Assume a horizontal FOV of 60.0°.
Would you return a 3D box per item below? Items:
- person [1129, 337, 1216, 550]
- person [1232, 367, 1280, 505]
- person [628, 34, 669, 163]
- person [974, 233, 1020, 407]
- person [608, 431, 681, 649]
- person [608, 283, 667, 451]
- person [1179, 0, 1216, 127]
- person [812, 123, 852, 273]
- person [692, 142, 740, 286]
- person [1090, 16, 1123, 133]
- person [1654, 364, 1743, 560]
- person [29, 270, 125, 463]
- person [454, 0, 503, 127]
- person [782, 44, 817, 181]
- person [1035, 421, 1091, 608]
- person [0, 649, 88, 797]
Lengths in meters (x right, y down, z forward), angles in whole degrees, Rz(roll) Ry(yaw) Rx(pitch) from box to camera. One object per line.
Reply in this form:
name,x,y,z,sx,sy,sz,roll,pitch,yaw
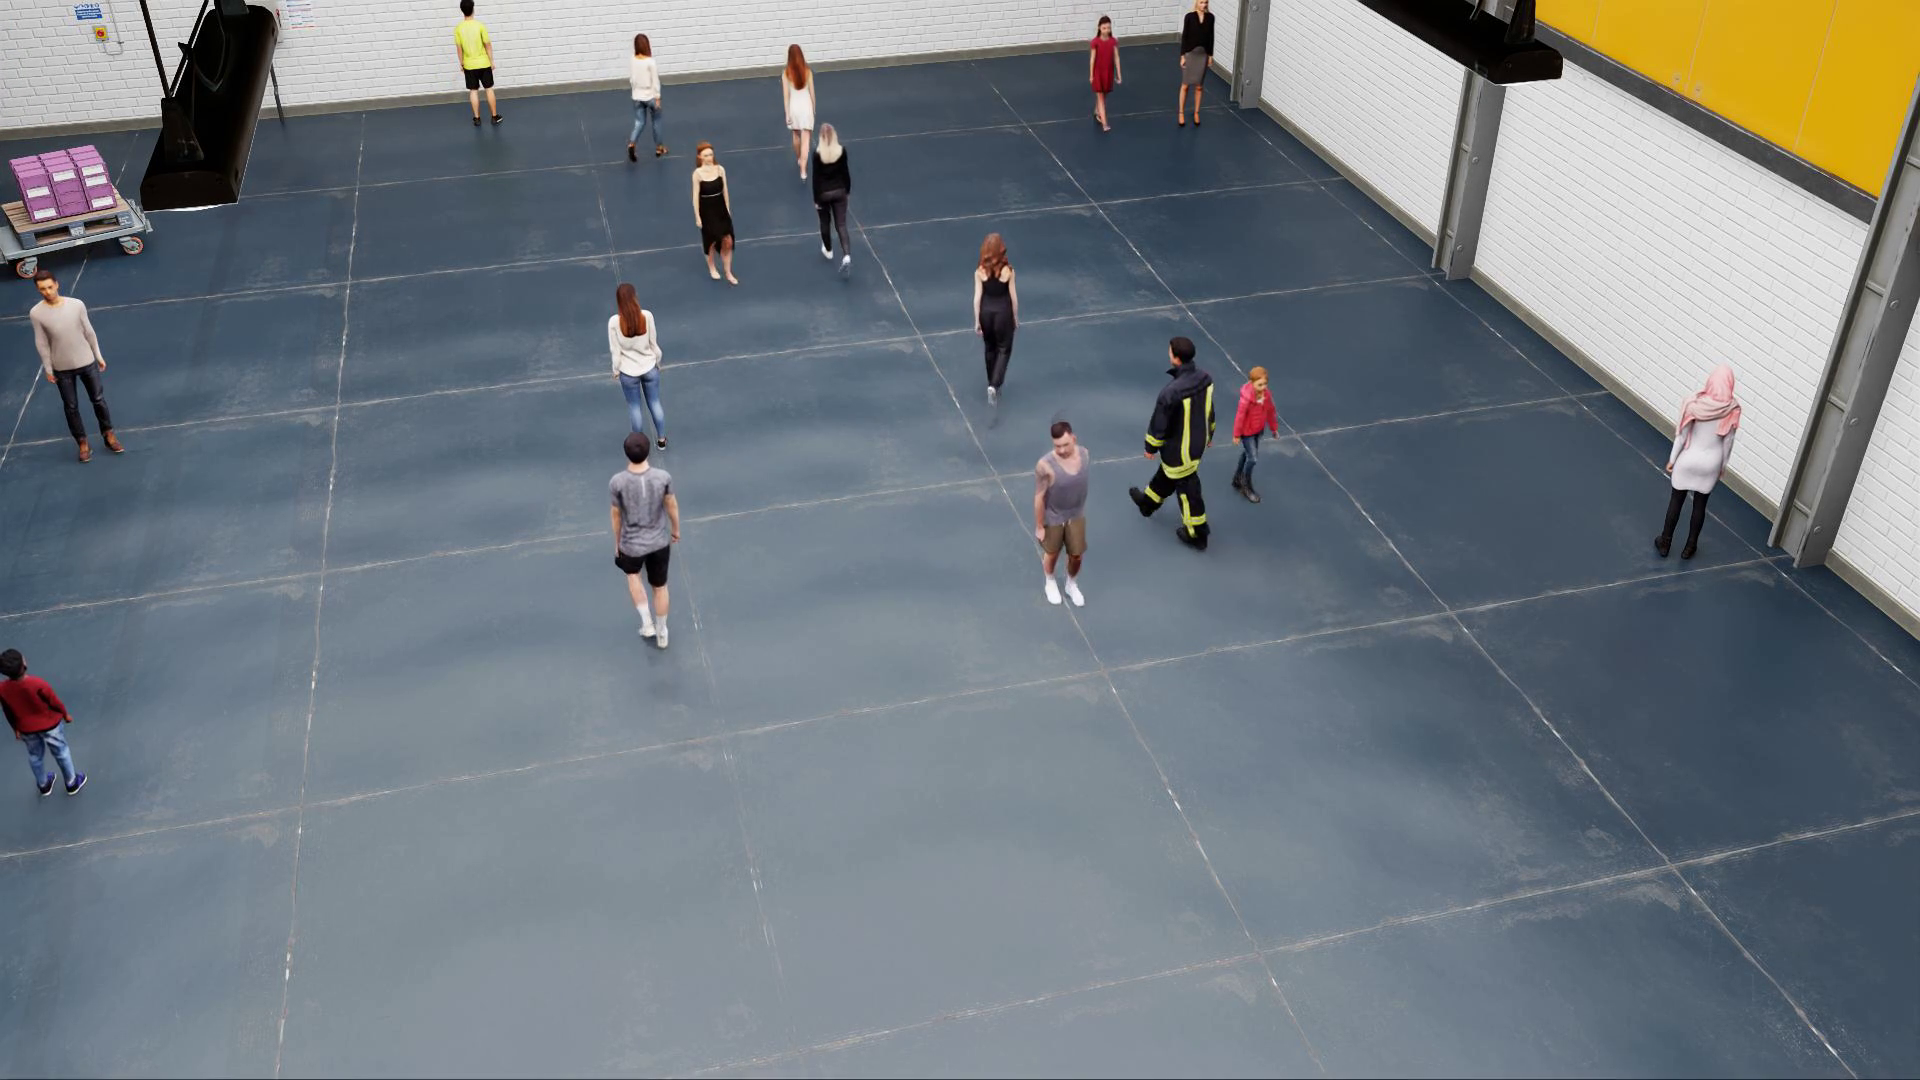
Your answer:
person,1.946,-0.767,13.972,1.321,1.873,1.173,28,43,35
person,2.551,-0.998,14.834,0.647,1.302,0.721,-26,42,-34
person,-4.127,-5.703,21.590,0.988,1.659,1.075,15,37,22
person,0.336,-2.099,16.107,0.830,1.727,1.059,4,34,6
person,-2.403,0.059,12.743,0.676,1.857,0.652,-10,35,-14
person,-2.968,-1.577,15.352,0.632,1.693,0.577,-12,36,-18
person,3.216,-6.562,22.720,0.632,1.839,0.585,-4,34,-6
person,-1.422,-3.839,18.783,0.674,1.662,1.114,-11,35,-16
person,-2.799,-3.685,18.601,0.701,1.607,0.838,-16,37,-23
person,1.951,-6.411,22.790,0.549,1.510,1.017,-9,35,-13
person,6.154,-0.647,13.852,0.736,1.805,0.765,10,35,15
person,-8.136,-1.624,15.267,0.733,1.865,0.688,-22,39,-29
person,-6.638,-6.565,22.843,0.642,1.708,0.565,-4,34,-7
person,-2.024,-5.390,21.110,0.764,1.669,1.226,-1,34,-1
person,0.811,-0.243,13.311,0.652,1.798,0.714,-18,37,-24
person,-6.350,1.272,11.464,0.532,1.253,0.536,-4,34,-7
